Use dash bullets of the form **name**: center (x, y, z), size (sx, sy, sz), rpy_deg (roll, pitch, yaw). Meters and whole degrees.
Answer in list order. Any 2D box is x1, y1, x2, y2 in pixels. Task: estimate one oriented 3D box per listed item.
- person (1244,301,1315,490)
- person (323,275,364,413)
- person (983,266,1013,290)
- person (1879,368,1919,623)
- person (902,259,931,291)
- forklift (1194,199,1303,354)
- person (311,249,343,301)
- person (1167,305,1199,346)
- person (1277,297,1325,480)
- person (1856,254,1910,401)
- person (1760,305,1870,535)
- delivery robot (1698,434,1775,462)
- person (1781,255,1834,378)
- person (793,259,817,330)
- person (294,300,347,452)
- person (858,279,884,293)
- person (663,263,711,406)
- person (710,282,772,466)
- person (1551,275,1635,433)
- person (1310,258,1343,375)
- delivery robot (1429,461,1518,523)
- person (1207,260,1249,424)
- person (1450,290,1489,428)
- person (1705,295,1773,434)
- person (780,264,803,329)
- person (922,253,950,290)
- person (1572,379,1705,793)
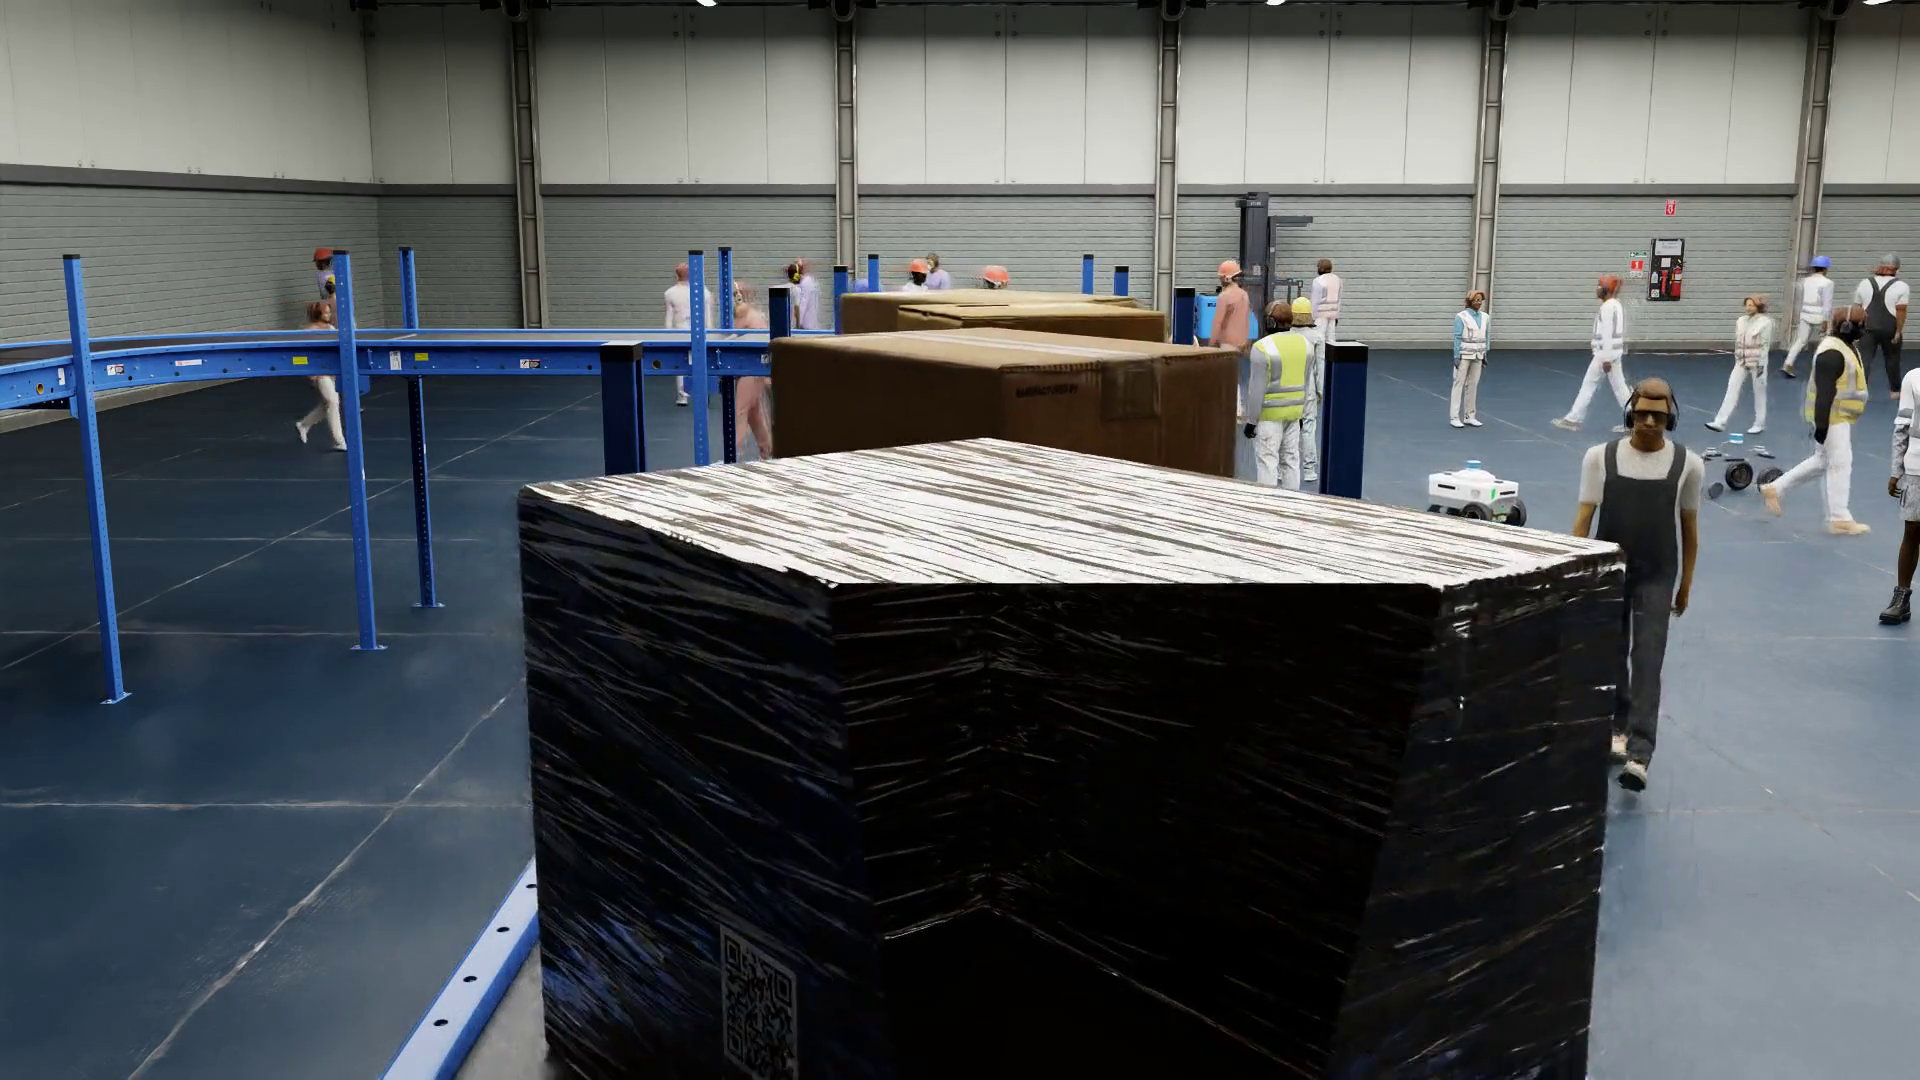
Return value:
- **person**: center (2.516, -0.984, 13.296), size (0.627, 1.845, 0.429), rpy_deg (-7, 13, -33)
- **person**: center (-7.962, -2.502, 21.315), size (0.524, 1.760, 0.326), rpy_deg (2, 11, 9)
- **person**: center (0.455, -2.017, 18.284), size (0.889, 1.957, 0.612), rpy_deg (-4, 12, -19)
- **person**: center (5.980, -0.421, 10.160), size (0.551, 1.934, 0.362), rpy_deg (10, 15, 41)
- **person**: center (-0.493, -2.915, 23.057), size (0.795, 1.910, 0.557), rpy_deg (9, 14, 40)
- **forklift**: center (5.313, -4.851, 30.603), size (1.873, 2.768, 1.129), rpy_deg (0, 11, 1)
- **person**: center (-10.364, -3.779, 27.348), size (1.103, 1.960, 0.620), rpy_deg (3, 11, 13)
- **person**: center (2.117, -1.406, 15.834), size (0.319, 1.695, 0.539), rpy_deg (6, 13, 30)
- **person**: center (3.229, -1.443, 15.907), size (0.492, 1.742, 0.320), rpy_deg (2, 11, 12)
- **person**: center (12.688, -2.921, 22.848), size (1.002, 2.000, 0.692), rpy_deg (-10, 15, -41)
- **person**: center (6.946, -0.988, 13.392), size (0.796, 1.819, 0.633), rpy_deg (8, 14, 36)
- **delivery robot**: center (7.057, -0.851, 15.117), size (0.698, 0.223, 0.335), rpy_deg (-3, 11, -14)
- **person**: center (13.272, -3.475, 25.930), size (0.969, 1.912, 0.617), rpy_deg (-5, 12, -23)
- **person**: center (-2.445, -3.350, 25.413), size (0.990, 1.854, 0.660), rpy_deg (-3, 11, -14)
- **person**: center (-6.874, -1.769, 17.883), size (0.655, 1.622, 0.520), rpy_deg (1, 11, 3)
- **person**: center (-0.738, -1.471, 15.571), size (0.786, 1.922, 0.639), rpy_deg (-1, 11, -3)
- **person**: center (-3.614, -2.718, 22.069), size (0.660, 1.892, 0.619), rpy_deg (-5, 12, -24)
- **person**: center (-2.185, -1.573, 16.263), size (0.916, 1.865, 0.710), rpy_deg (-6, 13, -30)
- **person**: center (7.533, -2.168, 19.436), size (1.011, 1.830, 0.589), rpy_deg (8, 14, 36)
- **person**: center (5.797, -3.558, 26.530), size (0.633, 1.839, 0.429), rpy_deg (-8, 14, -35)
- **delivery robot**: center (4.151, -0.400, 13.477), size (0.477, 0.478, 0.707), rpy_deg (-7, 13, -32)
- **person**: center (3.249, -2.413, 20.310), size (0.628, 1.973, 0.624), rpy_deg (7, 13, 32)
- **person**: center (6.115, -2.176, 19.940), size (0.515, 1.641, 0.315), rpy_deg (-5, 12, -26)
- **person**: center (9.041, -2.009, 19.158), size (0.820, 1.595, 0.549), rpy_deg (-5, 12, -23)
- **person**: center (-2.579, -3.091, 24.174), size (0.713, 1.830, 0.521), rpy_deg (-7, 13, -31)
- **person**: center (-0.415, -3.639, 26.728), size (0.373, 1.935, 0.633), rpy_deg (-11, 15, -43)
- **person**: center (2.987, 0.185, 7.403), size (0.517, 1.790, 0.973), rpy_deg (6, 12, 28)
